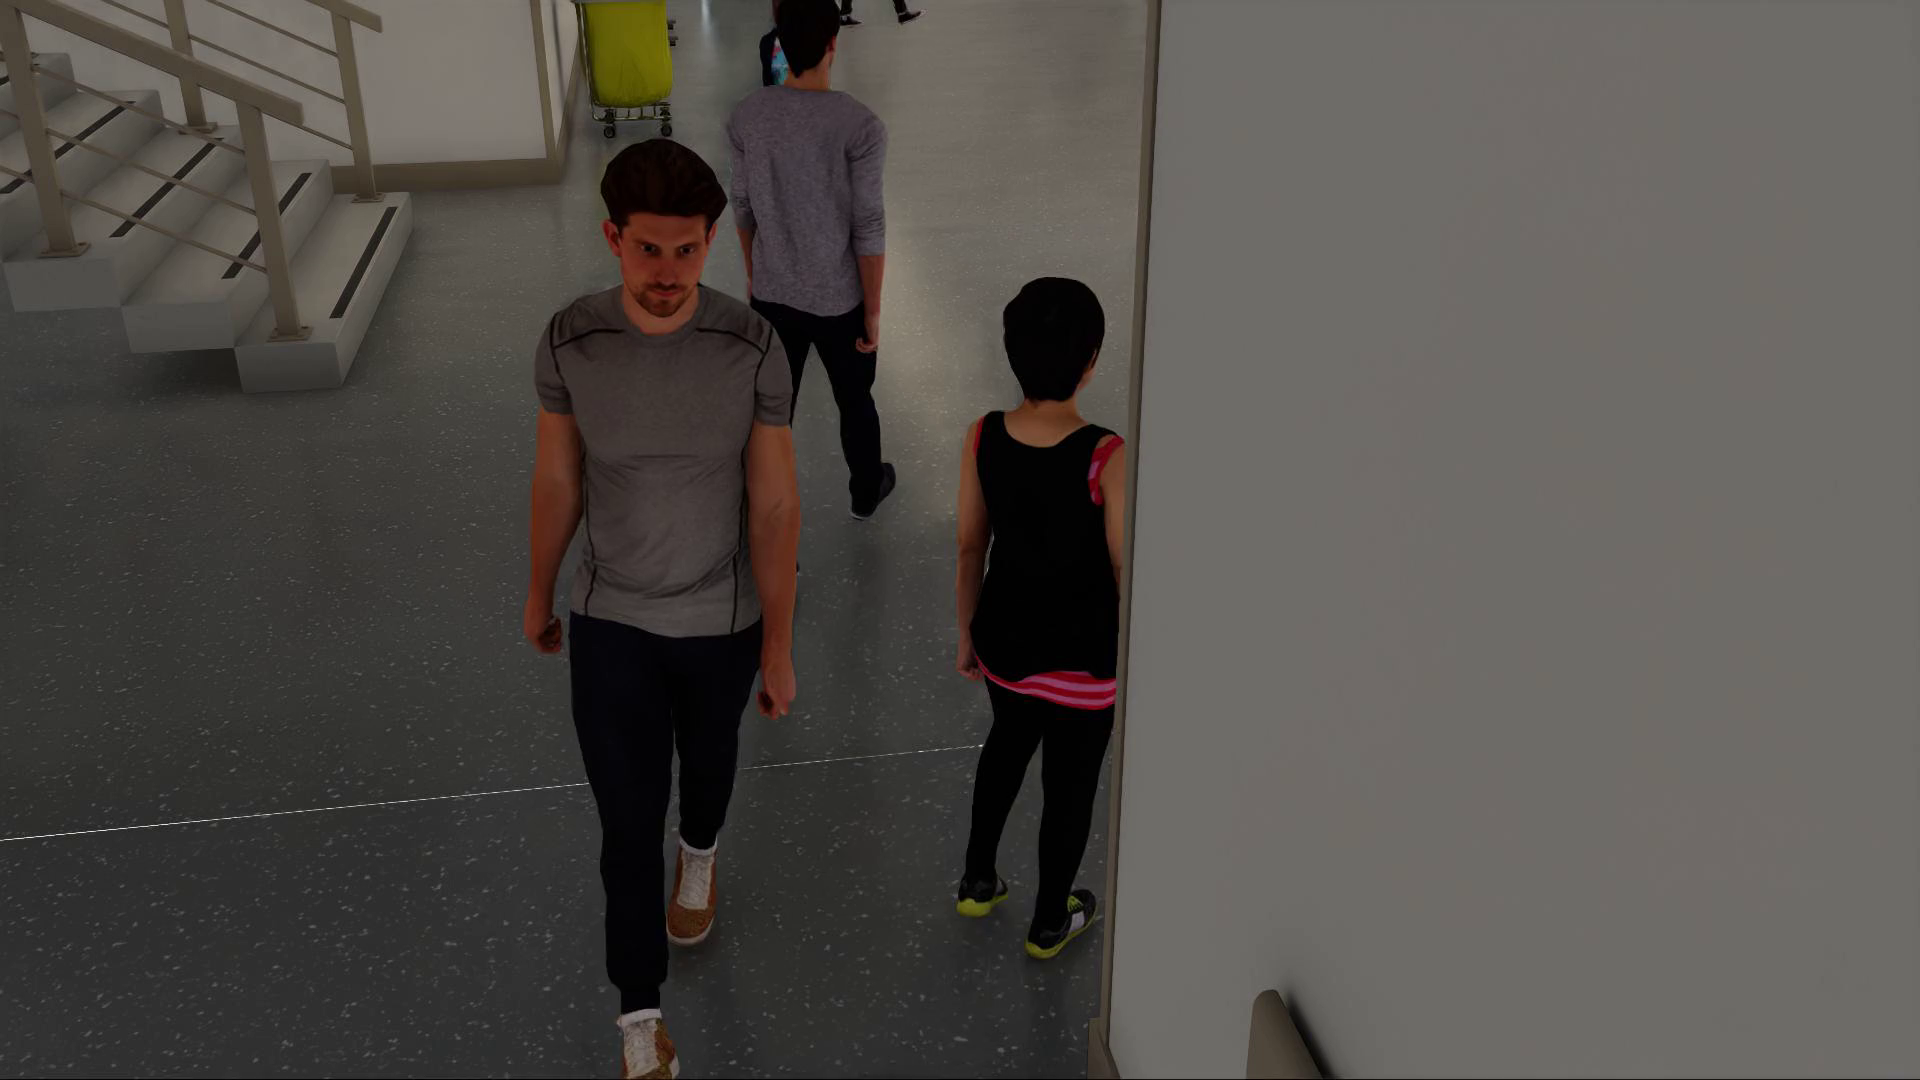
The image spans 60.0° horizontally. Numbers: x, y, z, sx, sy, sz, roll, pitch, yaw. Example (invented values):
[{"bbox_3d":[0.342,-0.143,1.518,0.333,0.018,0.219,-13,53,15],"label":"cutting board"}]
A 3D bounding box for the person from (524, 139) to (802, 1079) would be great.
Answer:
[{"bbox_3d":[-0.570,0.111,3.348,1.116,1.835,0.818,-2,26,-3],"label":"person"}]

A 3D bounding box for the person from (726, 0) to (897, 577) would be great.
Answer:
[{"bbox_3d":[-0.497,-0.687,5.050,1.203,1.794,1.049,6,26,12],"label":"person"}]

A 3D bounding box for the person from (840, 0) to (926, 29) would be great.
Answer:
[{"bbox_3d":[-0.923,-5.563,15.236,1.128,1.730,0.789,-11,28,-21],"label":"person"}]

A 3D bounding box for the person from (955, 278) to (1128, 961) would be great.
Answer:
[{"bbox_3d":[0.153,0.233,3.433,0.653,1.542,0.716,16,30,30],"label":"person"}]
